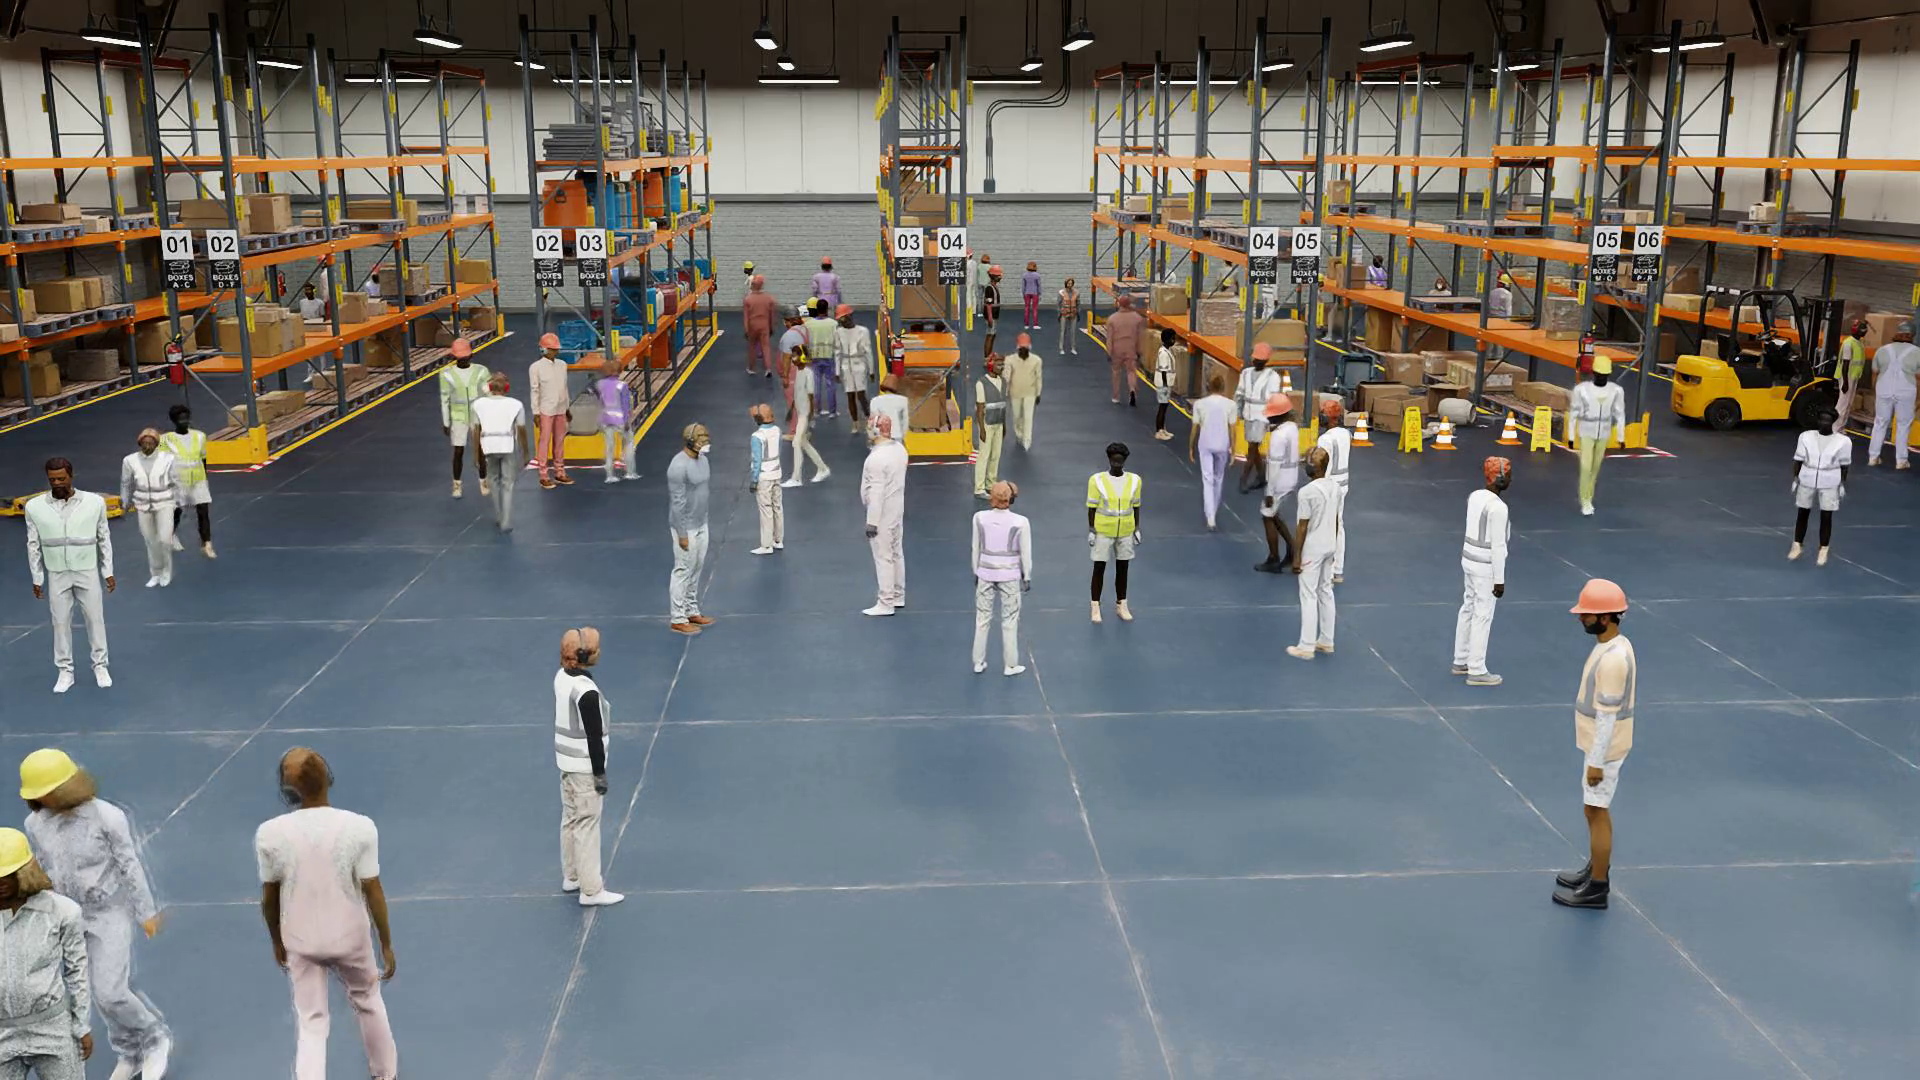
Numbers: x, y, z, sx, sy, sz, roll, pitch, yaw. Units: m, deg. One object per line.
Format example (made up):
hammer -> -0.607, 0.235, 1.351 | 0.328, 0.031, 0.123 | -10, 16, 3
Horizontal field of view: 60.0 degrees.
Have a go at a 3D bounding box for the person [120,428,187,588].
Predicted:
person -> -8.001, -0.315, 16.485 | 0.595, 1.617, 0.392 | -2, 13, -10

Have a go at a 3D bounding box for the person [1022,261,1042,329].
person -> 1.736, -5.908, 40.170 | 0.500, 1.633, 0.280 | 6, 14, 23

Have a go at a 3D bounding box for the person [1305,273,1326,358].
person -> 7.418, -4.670, 34.676 | 0.352, 1.760, 0.517 | 1, 13, 3

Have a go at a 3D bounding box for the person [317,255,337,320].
person -> -14.086, -5.365, 37.109 | 0.391, 1.987, 0.608 | 0, 13, 0

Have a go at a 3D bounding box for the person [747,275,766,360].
person -> -4.151, -4.609, 34.411 | 0.573, 1.747, 0.339 | 12, 18, 40

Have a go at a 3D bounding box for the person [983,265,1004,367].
person -> 0.675, -4.455, 33.164 | 0.410, 2.035, 0.610 | 3, 14, 11

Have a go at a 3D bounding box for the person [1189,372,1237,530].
person -> 2.920, -1.034, 19.198 | 0.523, 1.798, 1.011 | 1, 13, 4

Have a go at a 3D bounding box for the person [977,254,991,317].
person -> 0.640, -6.582, 43.046 | 0.495, 1.626, 0.277 | 10, 17, 36

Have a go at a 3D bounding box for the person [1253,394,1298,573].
person -> 3.278, -0.569, 17.003 | 0.499, 1.896, 0.577 | 6, 15, 25

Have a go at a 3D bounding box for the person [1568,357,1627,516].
person -> 7.600, -1.232, 19.798 | 0.608, 1.888, 0.877 | 0, 13, 2

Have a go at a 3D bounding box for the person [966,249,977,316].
person -> 0.229, -6.679, 43.201 | 0.349, 1.743, 0.563 | 7, 15, 27

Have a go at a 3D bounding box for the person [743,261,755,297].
person -> -4.832, -5.510, 38.197 | 0.310, 1.768, 0.533 | -3, 14, -11

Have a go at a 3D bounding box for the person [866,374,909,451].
person -> -0.891, -1.243, 20.502 | 0.566, 1.588, 0.699 | -4, 14, -18

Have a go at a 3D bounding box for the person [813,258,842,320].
person -> -2.865, -5.092, 36.021 | 0.634, 1.983, 0.888 | 1, 13, 3

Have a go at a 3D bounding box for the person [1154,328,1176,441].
person -> 3.070, -2.332, 24.906 | 0.324, 1.685, 0.540 | 2, 13, 10

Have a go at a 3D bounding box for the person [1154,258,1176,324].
person -> 4.523, -5.392, 37.427 | 0.632, 1.899, 0.401 | 7, 15, 28

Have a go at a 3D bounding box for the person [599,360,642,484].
person -> -4.459, -1.556, 21.779 | 0.509, 1.614, 0.612 | 7, 15, 26

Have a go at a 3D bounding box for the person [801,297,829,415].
person -> -2.399, -3.006, 27.243 | 0.594, 1.926, 0.366 | 11, 17, 38

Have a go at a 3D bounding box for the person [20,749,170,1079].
person -> -3.976, 1.741, 7.598 | 0.529, 1.704, 0.451 | 3, 14, 12

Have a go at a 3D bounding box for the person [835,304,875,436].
person -> -1.622, -2.568, 25.256 | 0.668, 2.010, 0.477 | 6, 15, 24

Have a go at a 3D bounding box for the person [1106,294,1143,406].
person -> 2.792, -3.220, 28.246 | 0.648, 1.885, 0.799 | -1, 13, -3

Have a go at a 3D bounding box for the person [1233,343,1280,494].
person -> 3.740, -1.558, 21.158 | 0.658, 1.900, 0.617 | -12, 18, -41

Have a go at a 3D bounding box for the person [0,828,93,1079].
person -> -3.704, 1.960, 6.602 | 0.483, 1.745, 0.299 | -5, 14, -19

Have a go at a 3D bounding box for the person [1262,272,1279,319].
person -> 7.141, -5.585, 38.280 | 0.359, 1.880, 0.575 | -4, 14, -18

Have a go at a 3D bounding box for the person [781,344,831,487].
person -> -2.013, -1.620, 21.557 | 0.713, 1.845, 0.526 | -5, 14, -19

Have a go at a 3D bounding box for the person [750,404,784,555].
person -> -2.085, -0.659, 17.919 | 0.310, 1.640, 0.514 | 6, 15, 25

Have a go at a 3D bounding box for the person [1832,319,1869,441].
person -> 13.219, -2.374, 24.744 | 0.373, 1.843, 0.570 | 12, 18, 41

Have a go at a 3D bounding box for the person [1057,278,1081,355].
person -> 2.299, -4.736, 35.216 | 0.518, 1.631, 0.316 | -3, 14, -13

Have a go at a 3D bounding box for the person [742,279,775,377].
person -> -3.844, -4.064, 31.881 | 0.658, 1.862, 0.981 | -6, 14, -23

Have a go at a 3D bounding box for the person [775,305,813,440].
person -> -2.505, -2.525, 24.966 | 0.536, 2.000, 0.683 | 6, 14, 23

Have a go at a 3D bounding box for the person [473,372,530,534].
person -> -5.229, -1.022, 19.054 | 0.607, 1.819, 0.757 | -1, 13, -2
